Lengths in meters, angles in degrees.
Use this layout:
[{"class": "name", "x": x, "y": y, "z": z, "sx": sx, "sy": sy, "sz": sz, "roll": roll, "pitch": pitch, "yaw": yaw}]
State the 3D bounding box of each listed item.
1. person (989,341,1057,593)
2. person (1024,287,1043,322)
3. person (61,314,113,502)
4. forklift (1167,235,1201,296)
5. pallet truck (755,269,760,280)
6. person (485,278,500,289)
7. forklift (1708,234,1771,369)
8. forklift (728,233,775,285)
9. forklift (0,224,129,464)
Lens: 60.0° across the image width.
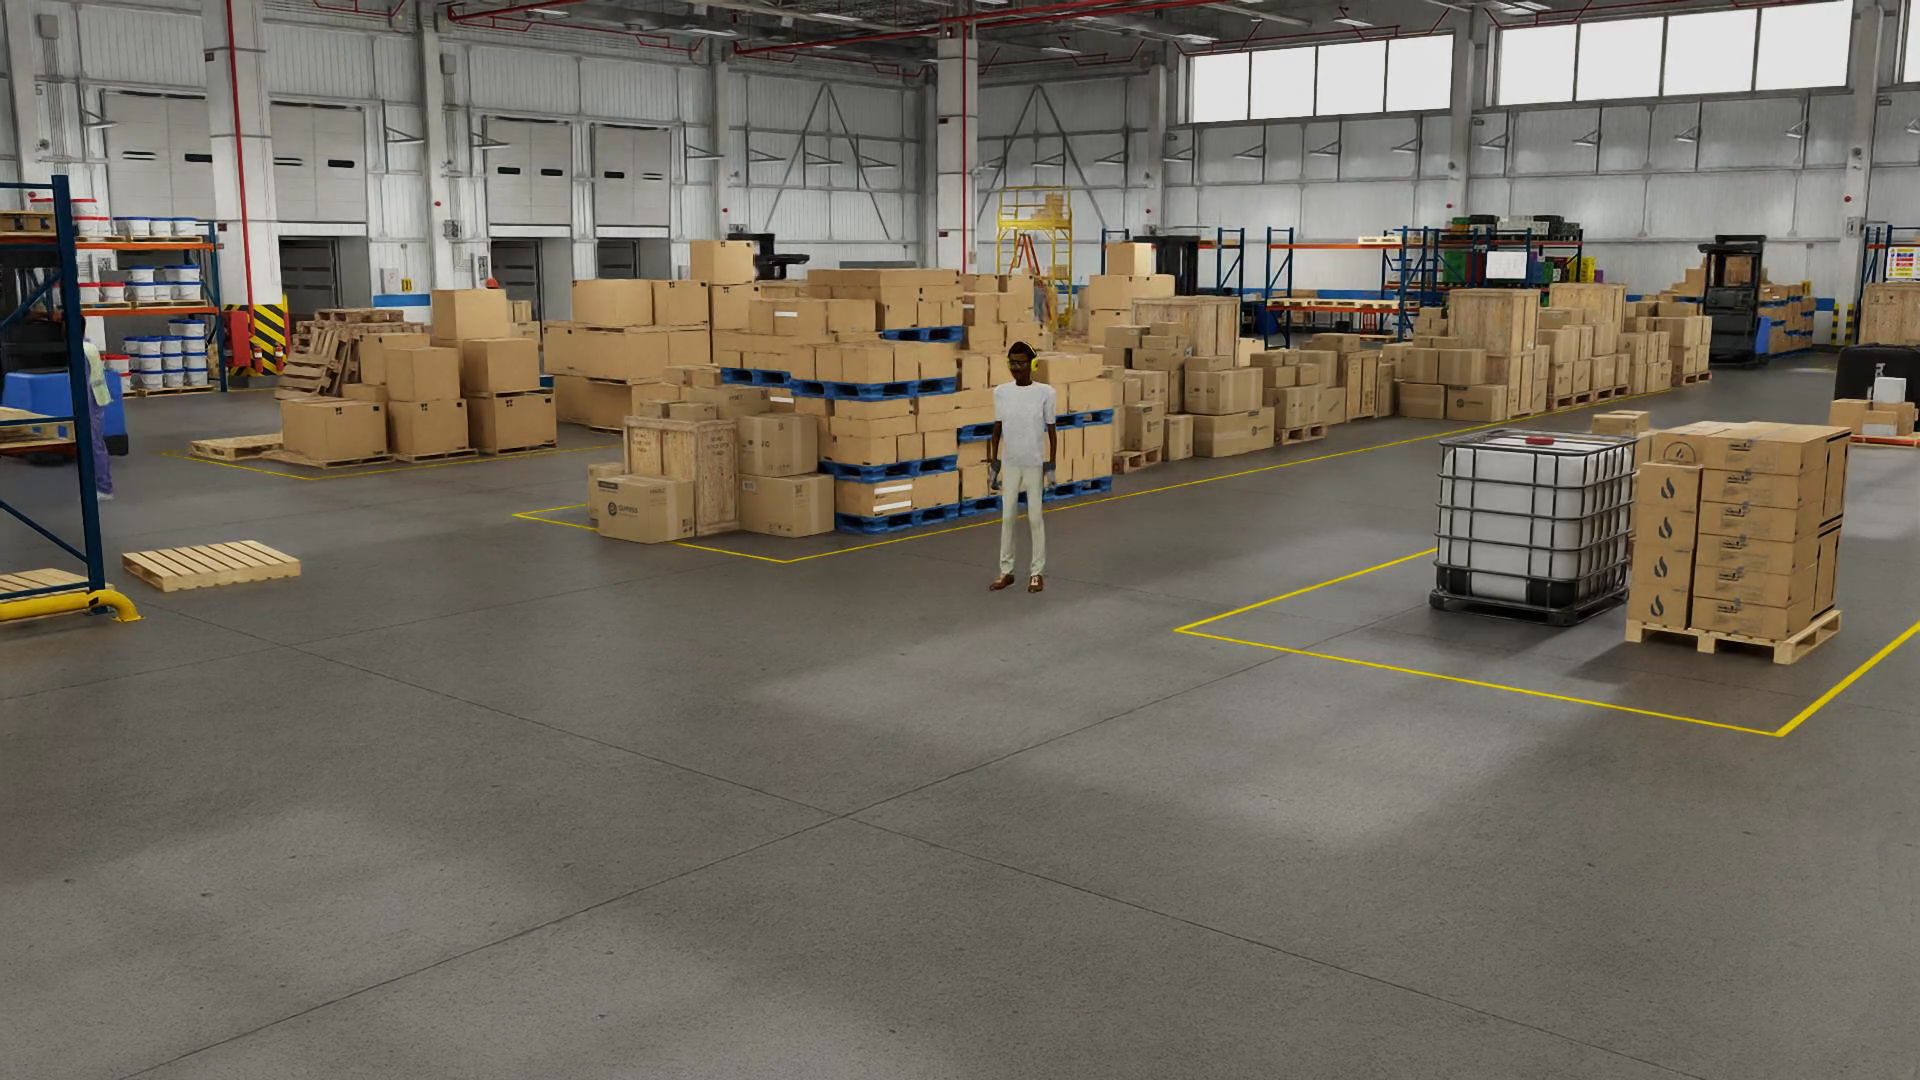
[{"class": "person", "x": 0.467, "y": -0.538, "z": 12.332, "sx": 0.528, "sy": 1.869, "sz": 0.313, "roll": 3, "pitch": 11, "yaw": 19}, {"class": "person", "x": 1.636, "y": -5.176, "z": 38.595, "sx": 0.640, "sy": 1.915, "sz": 0.471, "roll": -5, "pitch": 11, "yaw": -27}, {"class": "person", "x": -8.819, "y": -1.350, "z": 16.856, "sx": 0.390, "sy": 1.909, "sz": 0.596, "roll": -4, "pitch": 11, "yaw": -19}, {"class": "forklift", "x": 5.038, "y": -5.477, "z": 37.578, "sx": 1.873, "sy": 2.768, "sz": 1.129, "roll": 8, "pitch": 13, "yaw": 40}, {"class": "pallet truck", "x": -4.996, "y": -6.432, "z": 45.525, "sx": 1.885, "sy": 1.965, "sz": 0.823, "roll": -6, "pitch": 12, "yaw": -32}, {"class": "person", "x": -9.496, "y": -4.353, "z": 33.863, "sx": 0.373, "sy": 1.935, "sz": 0.552, "roll": 3, "pitch": 11, "yaw": 19}, {"class": "forklift", "x": 16.487, "y": -5.087, "z": 35.357, "sx": 1.129, "sy": 2.768, "sz": 1.873, "roll": 8, "pitch": 13, "yaw": 40}, {"class": "forklift", "x": -3.960, "y": -4.461, "z": 31.792, "sx": 1.873, "sy": 2.768, "sz": 1.129, "roll": 8, "pitch": 13, "yaw": 40}, {"class": "forklift", "x": -11.038, "y": -2.397, "z": 20.039, "sx": 1.873, "sy": 2.768, "sz": 1.129, "roll": 8, "pitch": 13, "yaw": 40}]
